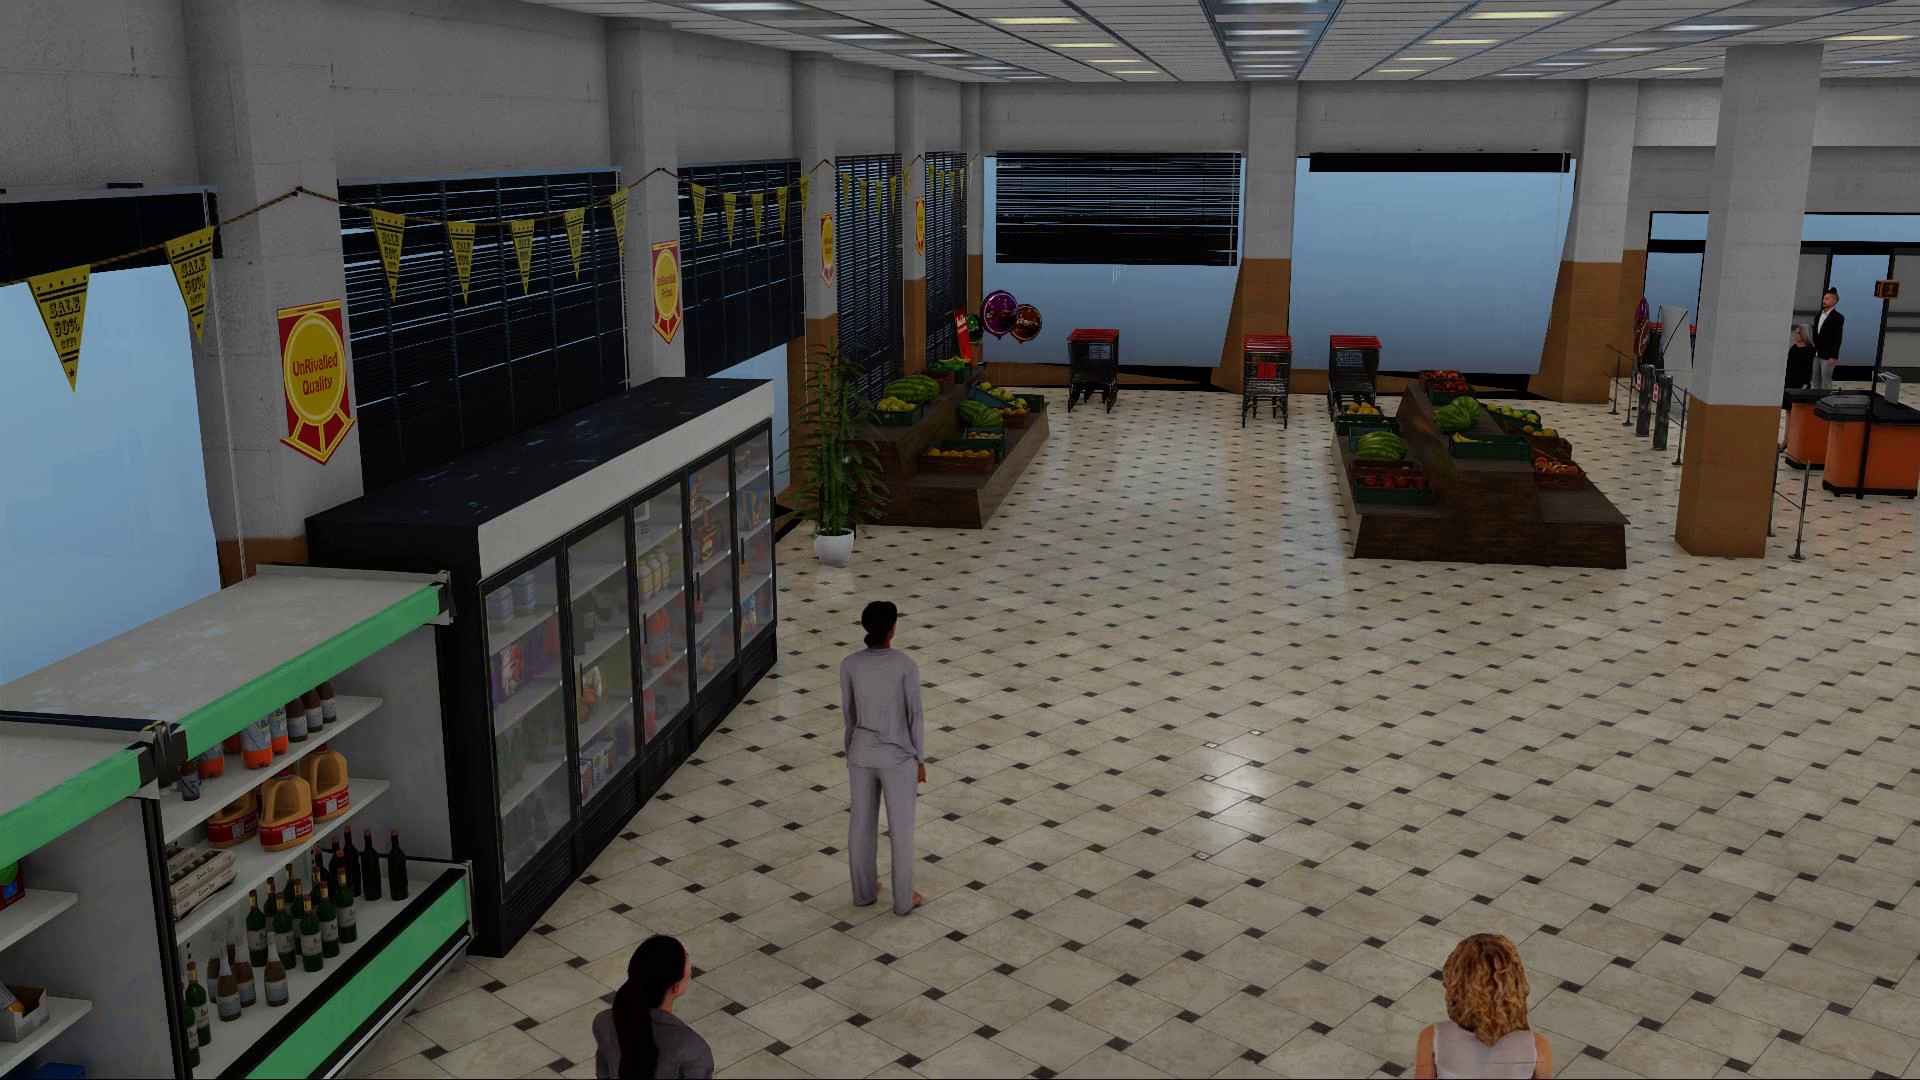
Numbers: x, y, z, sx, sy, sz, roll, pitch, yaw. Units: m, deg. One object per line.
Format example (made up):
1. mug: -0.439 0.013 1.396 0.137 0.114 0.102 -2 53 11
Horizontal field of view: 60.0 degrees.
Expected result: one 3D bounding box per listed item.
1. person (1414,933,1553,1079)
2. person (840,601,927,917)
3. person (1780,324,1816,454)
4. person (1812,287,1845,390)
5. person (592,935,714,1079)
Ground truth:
1. person: 1.657 2.110 5.364 0.712 1.644 0.958 6 15 22
2. person: -0.421 1.176 9.026 0.665 1.733 0.615 5 15 20
3. person: 11.115 -2.002 22.097 0.737 1.747 0.620 -3 14 -11
4. person: 13.081 -2.845 25.144 0.852 1.950 0.686 -3 14 -13
5. person: -1.033 2.098 5.389 0.747 1.654 1.036 6 15 22
